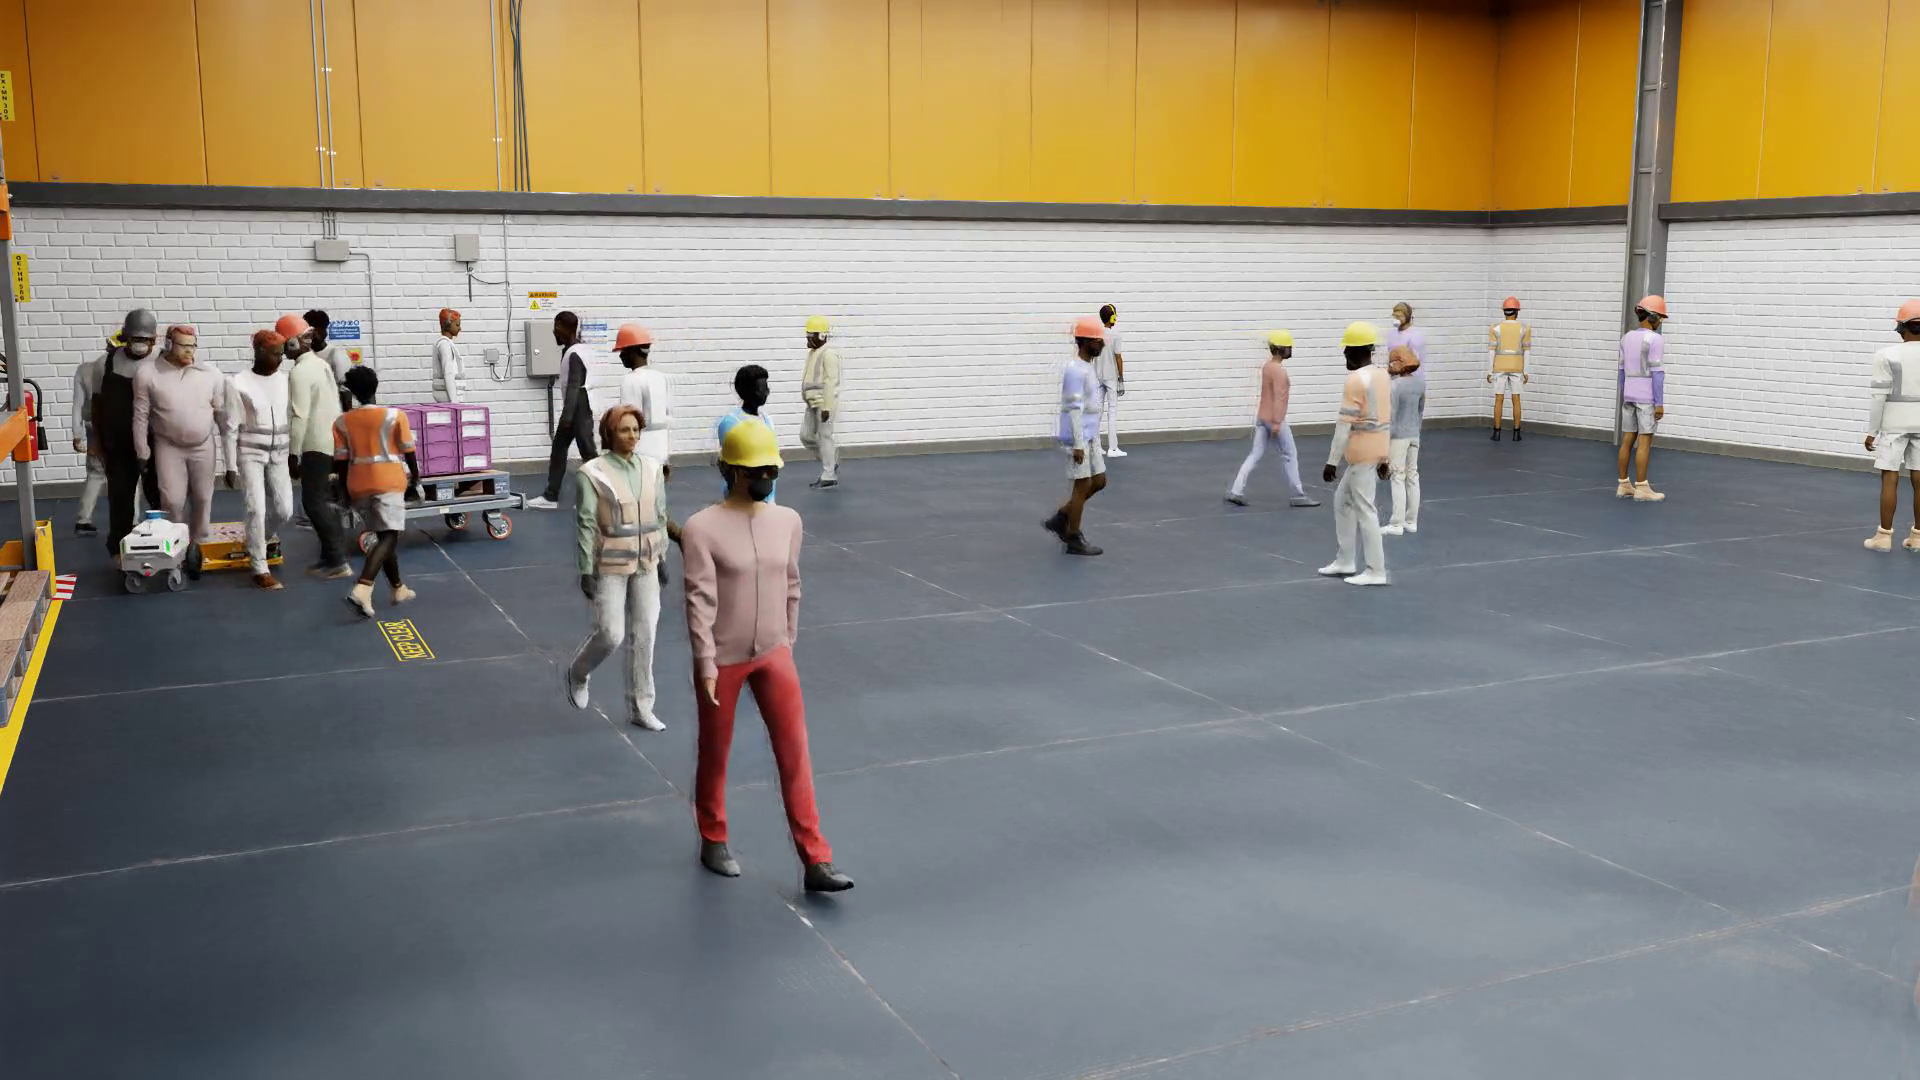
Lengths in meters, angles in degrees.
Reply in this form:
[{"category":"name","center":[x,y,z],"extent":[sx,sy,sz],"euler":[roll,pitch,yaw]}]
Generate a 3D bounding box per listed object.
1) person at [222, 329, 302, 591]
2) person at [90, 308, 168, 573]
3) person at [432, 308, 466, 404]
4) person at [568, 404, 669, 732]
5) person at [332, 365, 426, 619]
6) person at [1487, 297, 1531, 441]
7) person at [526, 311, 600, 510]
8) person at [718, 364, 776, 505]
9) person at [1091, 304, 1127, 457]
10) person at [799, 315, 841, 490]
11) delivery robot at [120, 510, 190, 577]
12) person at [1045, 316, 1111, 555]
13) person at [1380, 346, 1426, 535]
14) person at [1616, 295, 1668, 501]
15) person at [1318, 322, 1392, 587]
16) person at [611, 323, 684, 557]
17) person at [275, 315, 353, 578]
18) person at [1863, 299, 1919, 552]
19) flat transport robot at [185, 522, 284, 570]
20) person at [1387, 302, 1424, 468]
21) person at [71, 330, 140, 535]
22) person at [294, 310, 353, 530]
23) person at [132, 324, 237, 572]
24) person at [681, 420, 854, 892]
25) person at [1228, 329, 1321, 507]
[{"category":"person","center":[-5.046,-0.586,11.966],"extent":[0.560,1.863,0.626],"euler":[7,11,35]},{"category":"person","center":[-6.205,-0.776,12.599],"extent":[0.716,2.000,0.545],"euler":[-1,9,-4]},{"category":"person","center":[-5.329,-1.471,17.390],"extent":[0.355,1.887,0.573],"euler":[-4,10,-23]},{"category":"person","center":[-1.708,0.128,8.257],"extent":[0.538,1.628,0.515],"euler":[9,12,43]},{"category":"person","center":[-3.902,-0.330,11.015],"extent":[0.540,1.652,0.835],"euler":[2,9,13]},{"category":"person","center":[7.349,-2.288,22.307],"extent":[0.548,1.934,0.376],"euler":[2,9,15]},{"category":"person","center":[-3.758,-1.197,15.673],"extent":[0.865,1.885,0.628],"euler":[-3,10,-20]},{"category":"person","center":[-1.376,-0.287,10.648],"extent":[0.549,1.684,0.545],"euler":[5,10,29]},{"category":"person","center":[1.811,-1.948,20.434],"extent":[0.514,1.862,0.329],"euler":[8,12,39]},{"category":"person","center":[-1.452,-1.425,17.304],"extent":[0.409,1.819,0.592],"euler":[-5,10,-28]},{"category":"delivery robot","center":[-5.760,0.030,11.906],"extent":[0.477,0.478,0.707],"euler":[-2,9,-14]},{"category":"person","center":[0.974,-0.828,13.306],"extent":[0.462,1.917,0.561],"euler":[3,10,19]},{"category":"person","center":[3.819,-0.860,14.381],"extent":[0.497,1.633,0.289],"euler":[-8,12,-40]},{"category":"person","center":[6.790,-1.403,16.508],"extent":[0.383,2.036,0.605],"euler":[-2,9,-14]},{"category":"person","center":[2.823,-0.622,12.065],"extent":[0.702,1.904,0.604],"euler":[6,11,31]},{"category":"person","center":[-2.197,-0.604,11.979],"extent":[0.856,1.902,0.598],"euler":[3,10,17]},{"category":"person","center":[-4.760,-0.666,12.273],"extent":[0.545,1.972,0.633],"euler":[0,9,-2]},{"category":"person","center":[7.627,-0.912,13.433],"extent":[0.607,2.044,0.372],"euler":[1,9,4]},{"category":"flat transport robot","center":[-5.767,0.028,13.084],"extent":[0.652,0.197,1.431],"euler":[-5,10,-28]},{"category":"person","center":[4.896,-1.709,18.726],"extent":[0.570,1.926,0.662],"euler":[-3,10,-17]},{"category":"person","center":[-7.290,-0.900,14.225],"extent":[0.696,1.775,0.442],"euler":[-6,11,-32]},{"category":"person","center":[-5.682,-1.052,14.637],"extent":[0.655,1.923,0.787],"euler":[9,13,43]},{"category":"person","center":[-5.811,-0.681,12.489],"extent":[0.677,1.883,0.439],"euler":[-7,12,-38]},{"category":"person","center":[-0.731,0.441,6.019],"extent":[0.533,1.731,0.864],"euler":[-6,11,-35]},{"category":"person","center":[3.010,-1.161,15.987],"extent":[0.891,1.725,0.526],"euler":[-2,9,-12]}]
